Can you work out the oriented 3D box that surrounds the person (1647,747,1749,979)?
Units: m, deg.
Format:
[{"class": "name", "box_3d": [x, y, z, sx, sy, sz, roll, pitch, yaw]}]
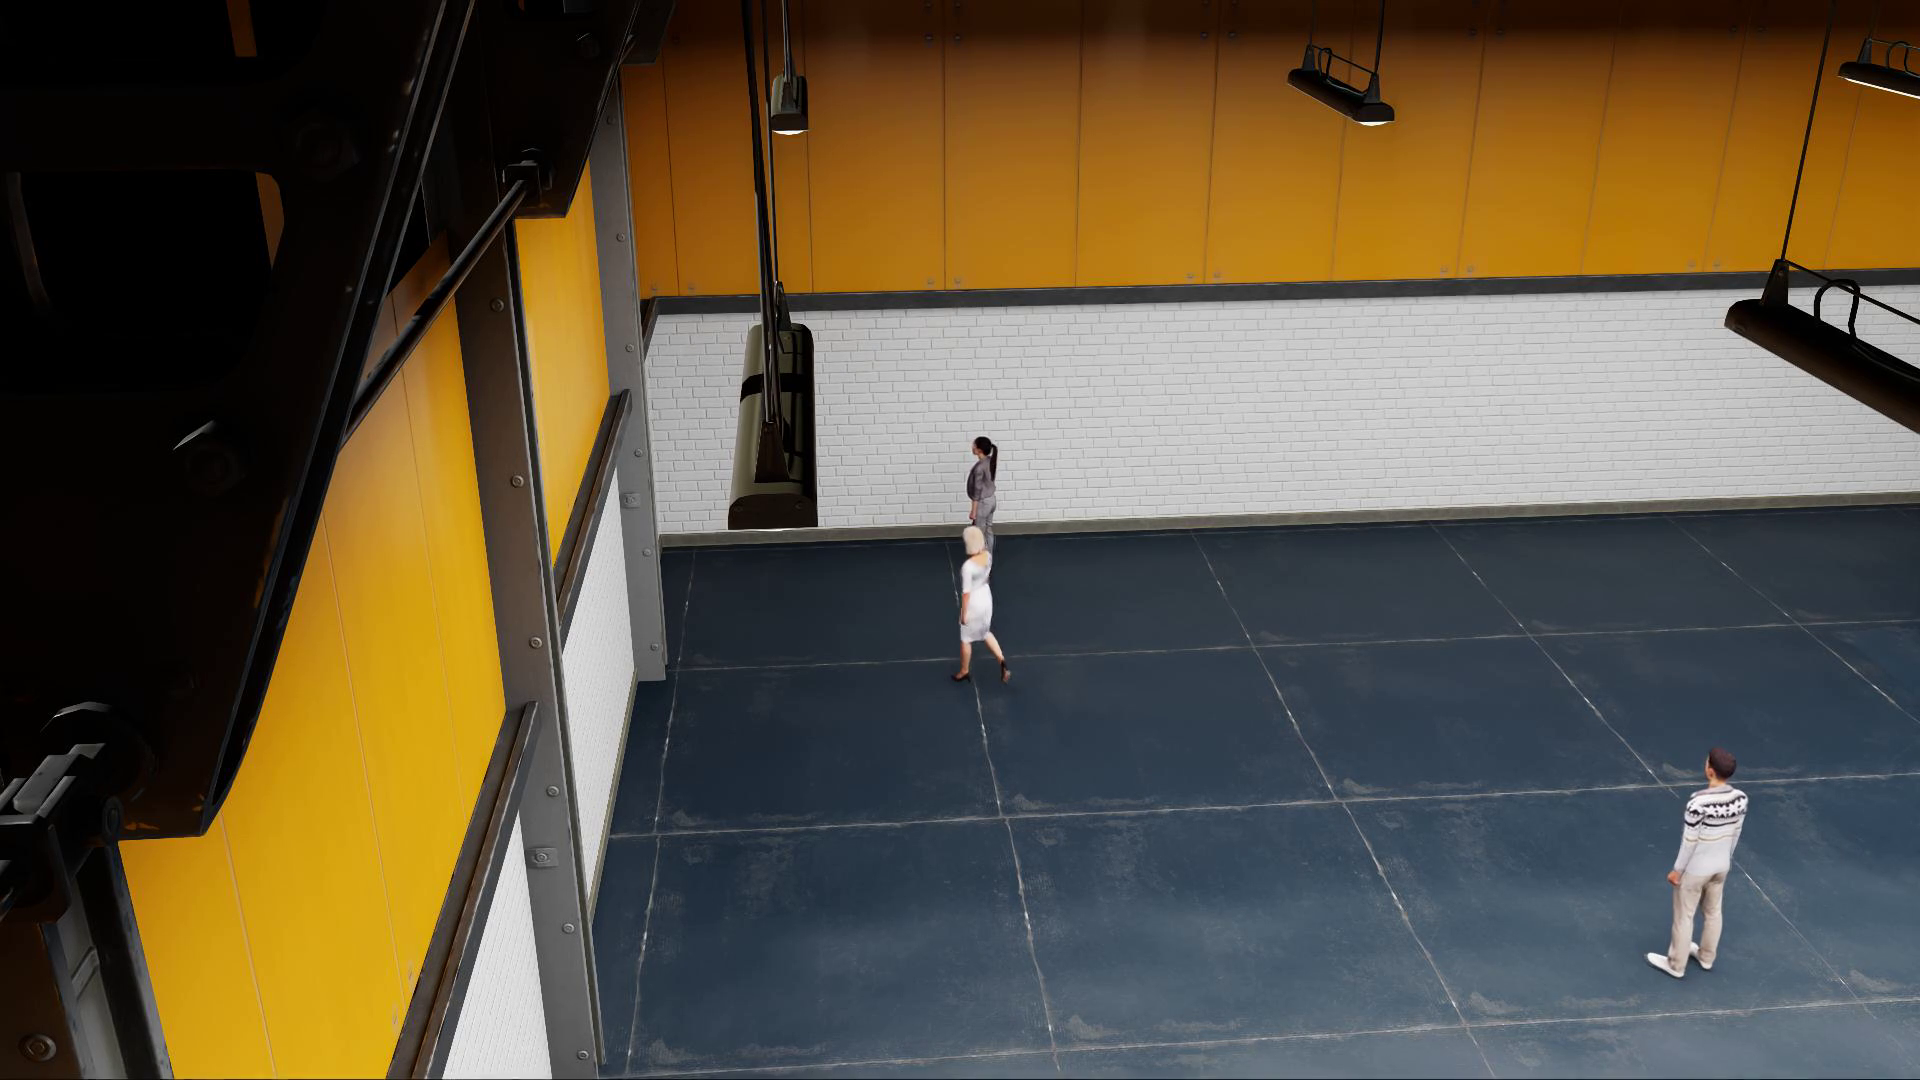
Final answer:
[{"class": "person", "box_3d": [5.492, 2.383, 12.277, 0.741, 1.860, 0.648, -8, 25, -18]}]

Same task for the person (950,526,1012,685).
[{"class": "person", "box_3d": [0.219, 0.671, 16.351, 0.987, 1.735, 0.921, 19, 30, 36]}]

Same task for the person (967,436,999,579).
[{"class": "person", "box_3d": [0.270, -0.382, 18.832, 0.790, 1.677, 0.690, 12, 26, 25]}]
